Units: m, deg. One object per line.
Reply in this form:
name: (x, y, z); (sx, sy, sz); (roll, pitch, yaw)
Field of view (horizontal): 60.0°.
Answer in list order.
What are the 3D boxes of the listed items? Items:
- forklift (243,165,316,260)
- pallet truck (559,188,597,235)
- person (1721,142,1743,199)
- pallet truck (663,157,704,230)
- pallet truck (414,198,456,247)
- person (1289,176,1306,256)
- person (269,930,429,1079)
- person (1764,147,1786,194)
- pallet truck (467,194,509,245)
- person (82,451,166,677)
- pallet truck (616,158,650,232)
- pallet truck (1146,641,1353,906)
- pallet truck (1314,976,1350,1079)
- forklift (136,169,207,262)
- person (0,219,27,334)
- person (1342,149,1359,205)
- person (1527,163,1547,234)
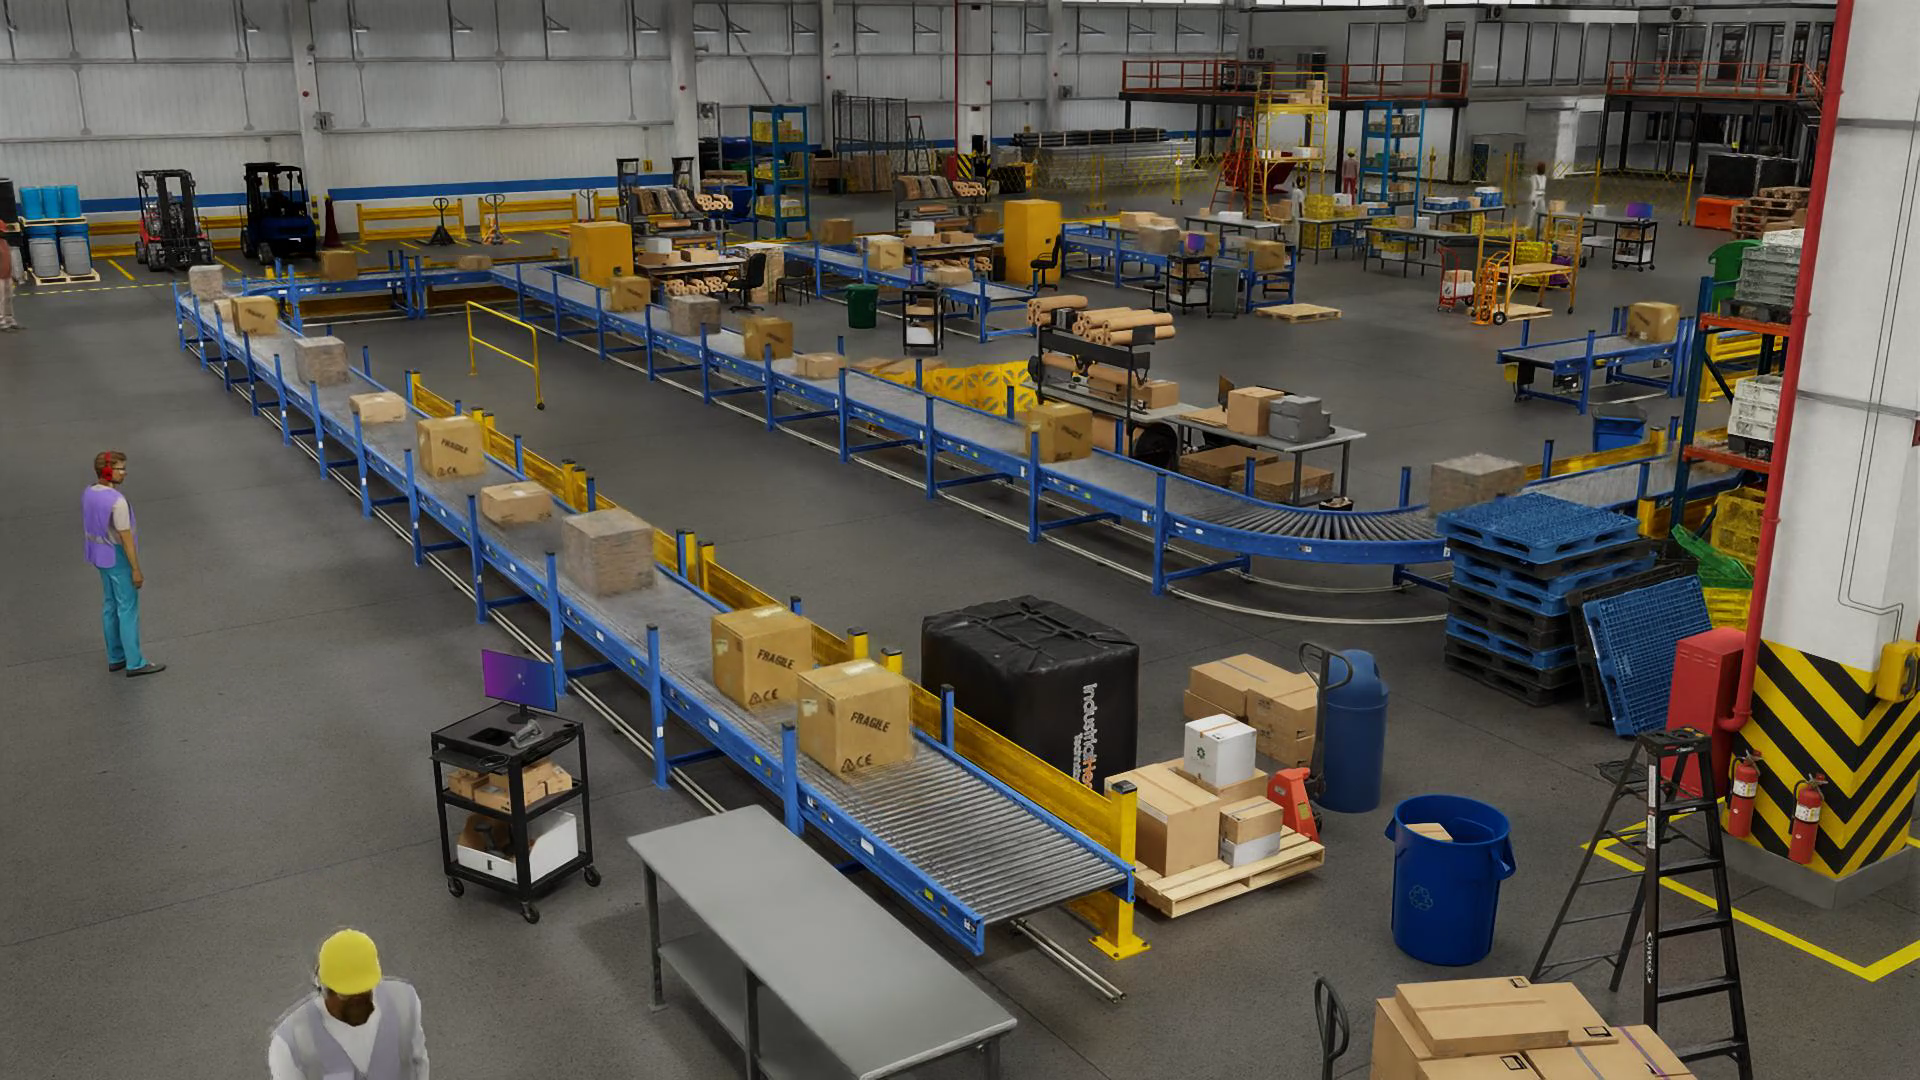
forklift: (-15.898, -7.669, 38.708); (1.157, 1.987, 2.680); (-11, 20, -33)
pallet truck: (-10.010, -8.652, 43.699); (0.653, 1.274, 1.630); (-10, 20, -31)
person: (24.023, -11.407, 51.798); (0.593, 1.926, 0.366); (1, 17, 3)
pallet truck: (-7.586, -9.308, 44.692); (0.823, 1.965, 1.885); (-11, 20, -33)
pallet truck: (-13.250, -8.060, 41.856); (0.680, 1.201, 1.601); (-10, 20, -31)
person: (8.053, -7.723, 39.639); (0.327, 1.871, 0.514); (-3, 17, -10)
person: (-2.267, 2.319, 6.350); (0.604, 1.791, 0.892); (-11, 20, -32)
person: (23.777, -10.438, 48.378); (0.693, 2.000, 0.997); (-6, 18, -20)
pallet truck: (-11.983, -8.177, 42.137); (0.704, 1.261, 1.522); (-11, 20, -33)
person: (-6.771, 0.195, 13.344); (0.567, 1.836, 0.391); (12, 20, 34)
pallet truck: (-8.918, -9.176, 44.255); (0.823, 1.965, 1.885); (-9, 19, -27)
pallet truck: (1.664, 1.407, 10.232); (1.630, 1.274, 0.653); (-10, 20, -31)
pallet truck: (2.299, 2.390, 7.086); (1.601, 1.201, 0.680); (-2, 17, -7)
forklift: (-17.842, -7.318, 37.559); (1.157, 1.987, 2.680); (-10, 20, -31)
person: (-16.701, -4.608, 29.089); (0.435, 1.982, 0.646); (1, 17, 2)
person: (11.975, -11.102, 51.061); (0.525, 1.769, 0.316); (7, 18, 23)
person: (15.299, -8.973, 43.813); (0.596, 1.851, 0.792); (-10, 19, -29)
